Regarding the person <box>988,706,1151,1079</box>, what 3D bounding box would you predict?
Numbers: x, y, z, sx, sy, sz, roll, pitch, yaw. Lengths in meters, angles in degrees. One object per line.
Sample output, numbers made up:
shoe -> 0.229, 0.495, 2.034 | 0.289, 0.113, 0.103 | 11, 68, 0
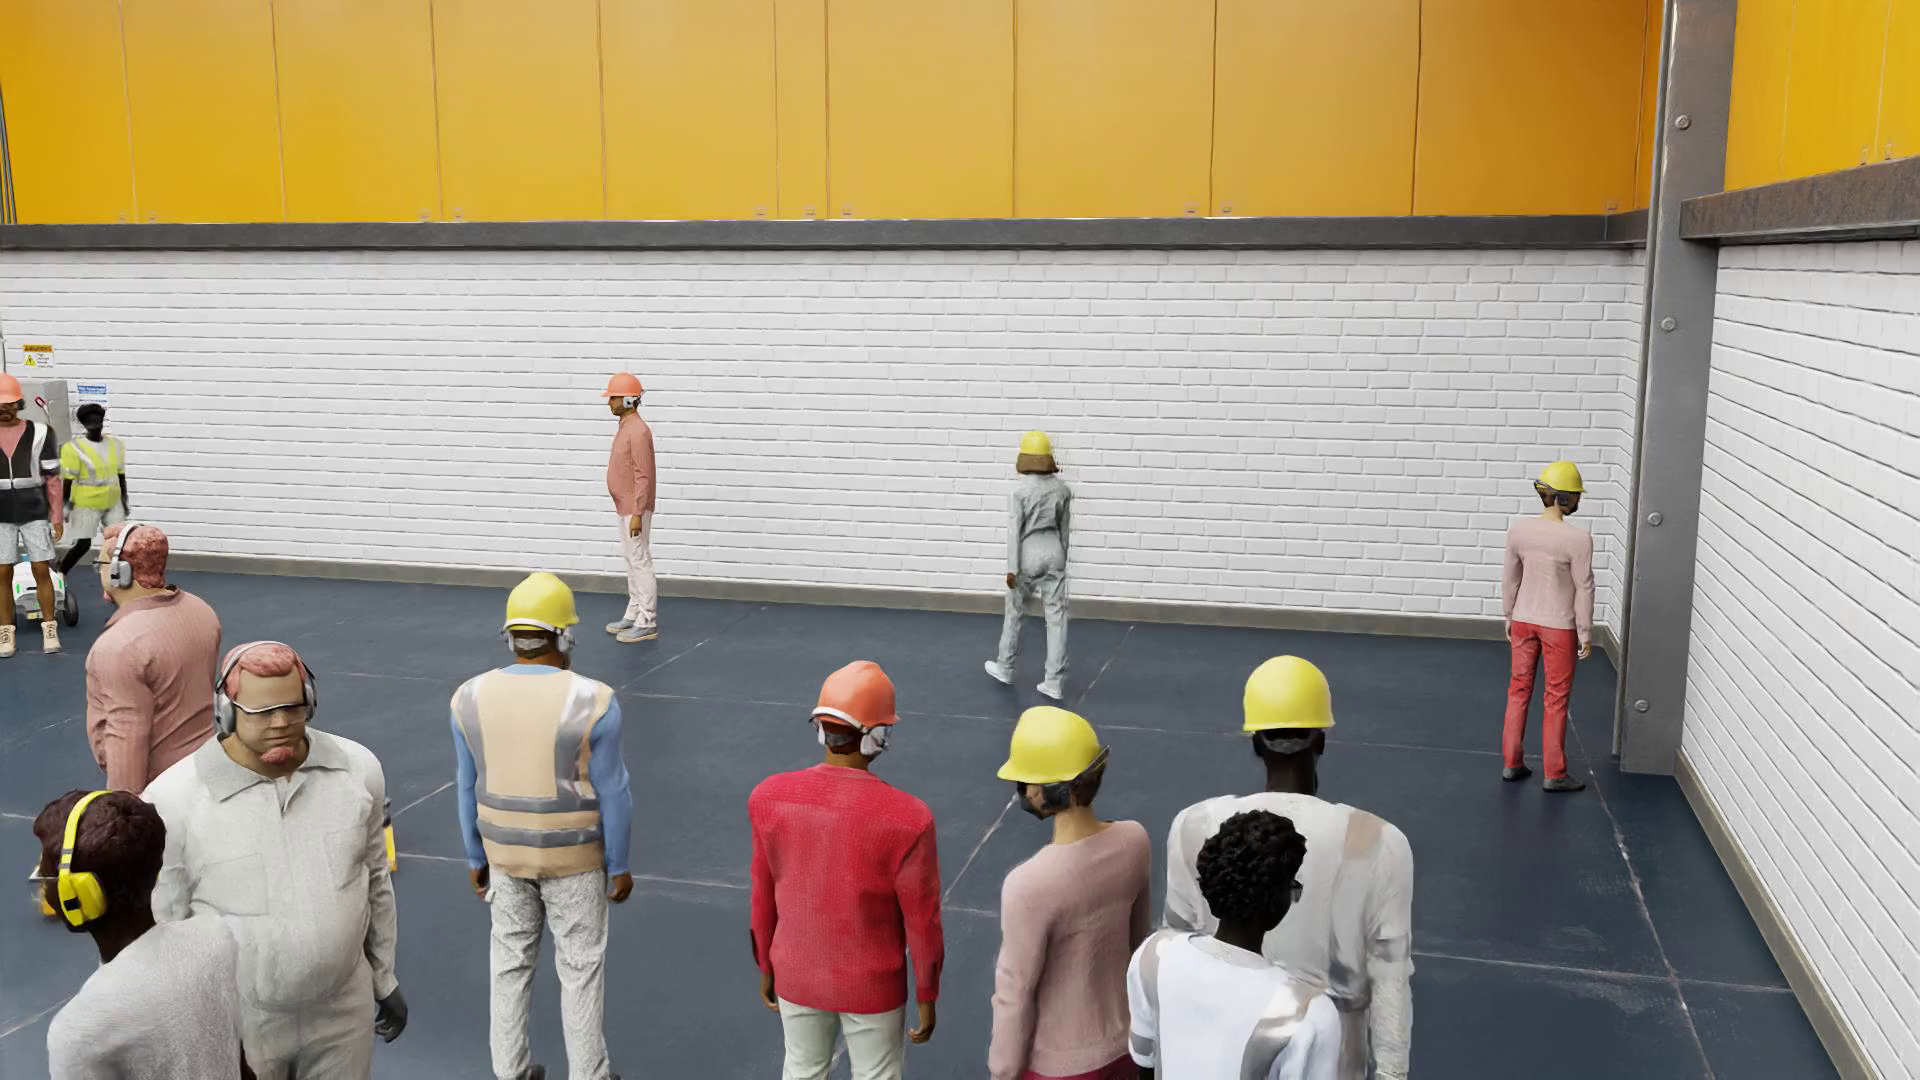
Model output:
person -> 0.272, 1.268, 4.157 | 0.539, 1.752, 0.337 | -9, 13, -43

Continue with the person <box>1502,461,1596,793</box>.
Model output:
person -> 3.149, 0.457, 8.893 | 0.321, 1.765, 0.533 | -7, 12, -36

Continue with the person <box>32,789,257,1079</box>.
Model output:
person -> -1.562, 1.375, 3.253 | 0.418, 1.846, 0.521 | 0, 10, 2

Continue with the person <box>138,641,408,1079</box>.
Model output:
person -> -1.705, 1.184, 4.203 | 0.652, 1.904, 0.403 | -9, 13, -43

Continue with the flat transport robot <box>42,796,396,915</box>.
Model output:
flat transport robot -> -3.352, 1.419, 7.621 | 1.431, 0.197, 0.652 | -4, 10, -20

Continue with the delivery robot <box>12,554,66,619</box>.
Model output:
delivery robot -> -7.162, 0.343, 12.845 | 0.477, 0.478, 0.707 | -7, 12, -36

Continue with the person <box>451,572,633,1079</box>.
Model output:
person -> -1.345, 1.013, 5.457 | 0.590, 1.824, 0.404 | 2, 10, 12

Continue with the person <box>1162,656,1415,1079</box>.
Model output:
person -> 0.816, 1.207, 4.081 | 0.615, 1.887, 0.826 | 4, 10, 23

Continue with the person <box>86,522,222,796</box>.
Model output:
person -> -2.903, 0.879, 5.986 | 0.402, 1.911, 0.639 | 1, 10, 3

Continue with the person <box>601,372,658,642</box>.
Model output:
person -> -2.447, -0.247, 12.362 | 0.381, 1.994, 0.614 | -4, 10, -23

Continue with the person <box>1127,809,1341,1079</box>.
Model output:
person -> 0.577, 1.402, 3.558 | 0.319, 1.687, 0.539 | -9, 13, -42

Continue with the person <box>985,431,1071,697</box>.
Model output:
person -> 0.454, 0.136, 10.908 | 0.506, 1.710, 0.798 | -5, 11, -27

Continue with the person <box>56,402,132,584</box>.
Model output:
person -> -7.157, -0.308, 13.681 | 0.675, 1.673, 0.543 | 4, 10, 22

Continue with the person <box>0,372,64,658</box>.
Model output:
person -> -6.707, -0.172, 11.823 | 0.603, 2.035, 0.403 | -5, 11, -25

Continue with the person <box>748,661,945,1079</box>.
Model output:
person -> -0.306, 1.193, 4.644 | 0.574, 1.737, 0.354 | 3, 10, 19
